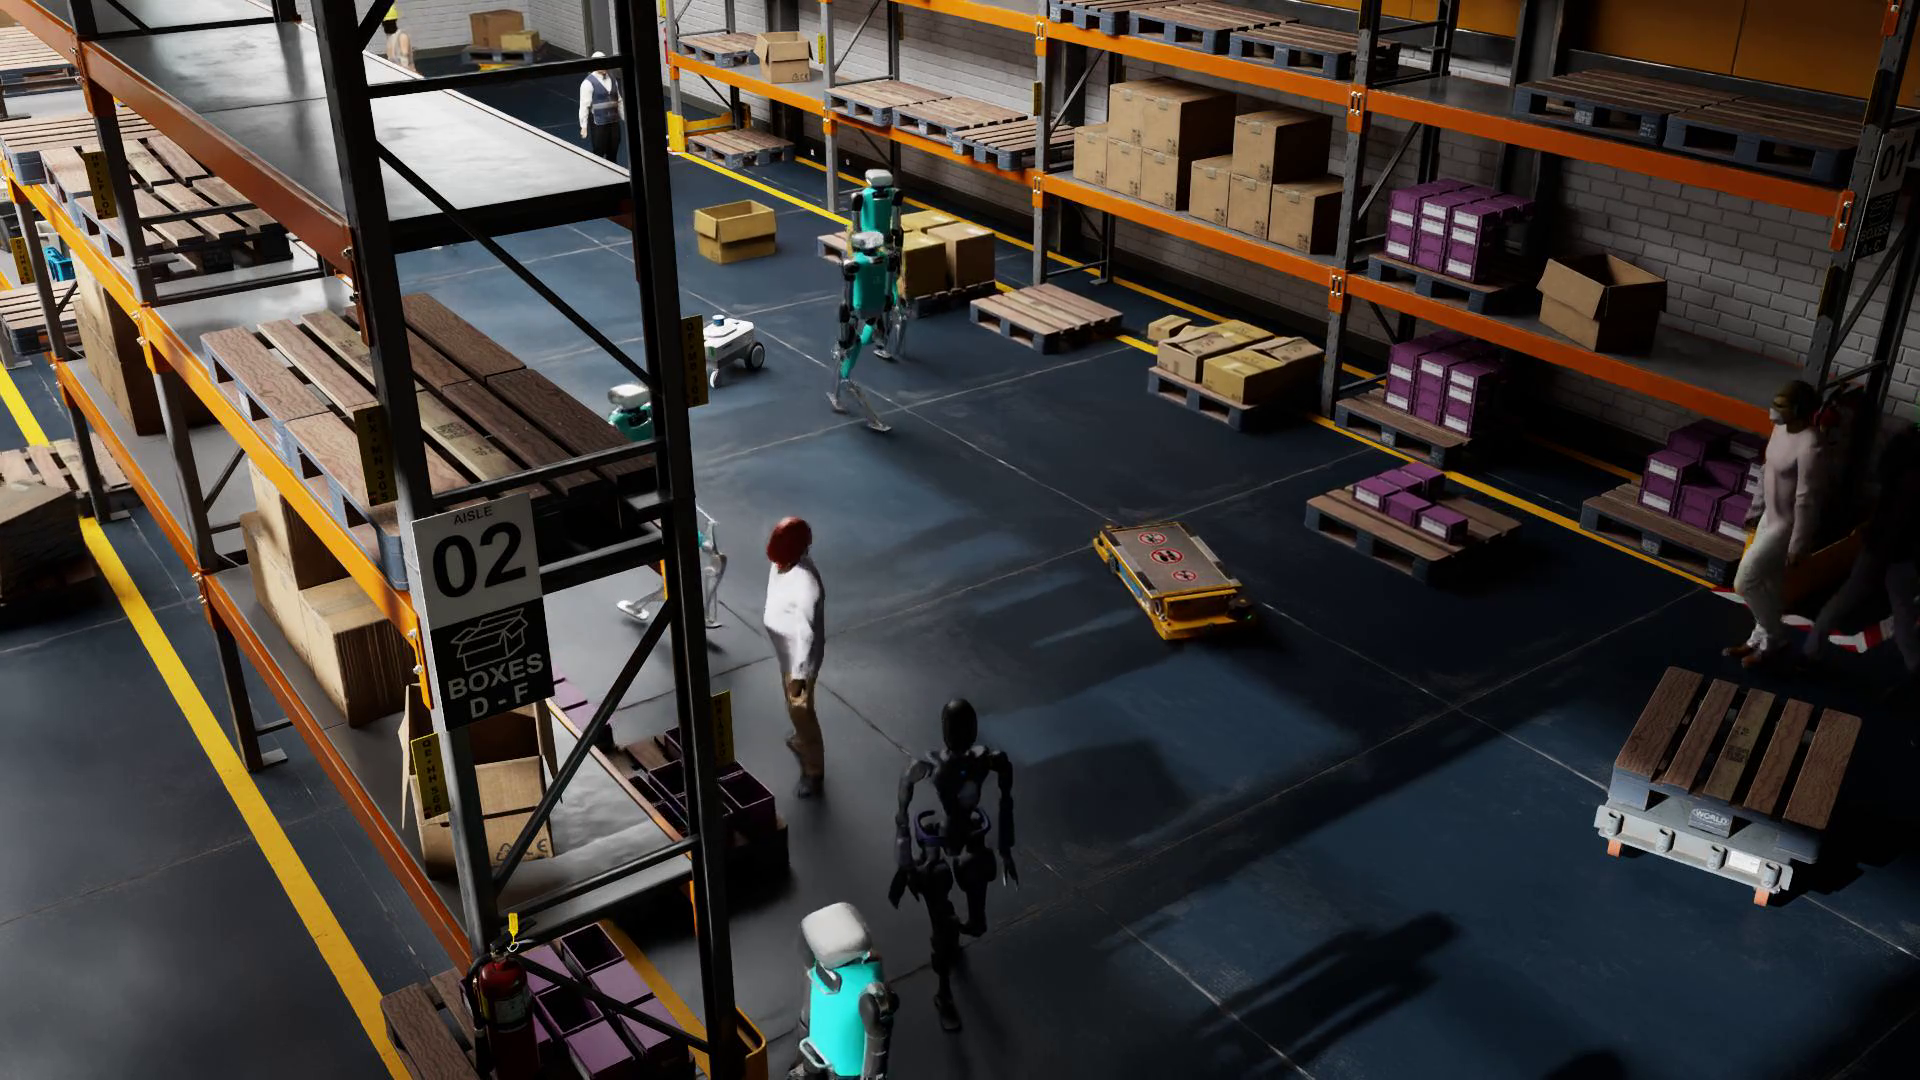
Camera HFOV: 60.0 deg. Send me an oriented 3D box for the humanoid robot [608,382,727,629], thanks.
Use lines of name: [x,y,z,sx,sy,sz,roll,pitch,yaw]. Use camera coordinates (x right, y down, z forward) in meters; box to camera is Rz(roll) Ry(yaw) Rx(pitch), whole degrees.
humanoid robot: [-1.852,-0.124,10.643,1.036,1.751,0.545,15,30,27]

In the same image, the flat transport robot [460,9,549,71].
flat transport robot: [-7.570,-7.914,27.728,0.659,0.231,1.431,1,27,2]

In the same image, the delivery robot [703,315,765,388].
delivery robot: [-2.175,-1.756,15.155,0.499,0.589,0.782,13,29,24]

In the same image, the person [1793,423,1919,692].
person: [5.746,0.052,10.067,0.980,1.895,0.497,8,28,15]

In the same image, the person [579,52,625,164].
person: [-4.393,-5.127,20.526,0.431,1.758,0.752,20,33,34]

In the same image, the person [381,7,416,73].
person: [-7.719,-6.337,22.798,0.973,1.875,0.603,-24,35,-39]

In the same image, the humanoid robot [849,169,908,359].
humanoid robot: [-0.661,-2.425,15.258,0.546,1.867,0.678,-15,31,-28]

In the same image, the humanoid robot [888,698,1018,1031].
humanoid robot: [-0.055,1.405,7.638,0.609,1.632,0.627,-7,28,-15]

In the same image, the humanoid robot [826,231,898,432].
humanoid robot: [-0.957,-1.791,13.973,0.551,1.765,1.024,-22,34,-36]

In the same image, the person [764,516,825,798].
person: [-0.935,0.577,9.240,0.318,1.717,0.696,-9,28,-17]

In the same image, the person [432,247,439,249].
person: [-6.175,-4.074,18.588,0.723,1.600,0.516,17,32,31]

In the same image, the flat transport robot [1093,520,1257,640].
flat transport robot: [1.464,0.243,11.505,0.659,0.231,1.431,-7,28,-14]

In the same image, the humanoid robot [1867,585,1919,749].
humanoid robot: [5.736,0.413,9.645,0.610,1.639,0.587,-24,35,-39]

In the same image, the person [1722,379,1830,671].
person: [5.069,-0.082,10.318,0.447,1.917,0.631,6,27,12]

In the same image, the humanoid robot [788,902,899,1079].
humanoid robot: [-0.625,2.176,6.020,0.804,1.777,0.541,-17,31,-31]
